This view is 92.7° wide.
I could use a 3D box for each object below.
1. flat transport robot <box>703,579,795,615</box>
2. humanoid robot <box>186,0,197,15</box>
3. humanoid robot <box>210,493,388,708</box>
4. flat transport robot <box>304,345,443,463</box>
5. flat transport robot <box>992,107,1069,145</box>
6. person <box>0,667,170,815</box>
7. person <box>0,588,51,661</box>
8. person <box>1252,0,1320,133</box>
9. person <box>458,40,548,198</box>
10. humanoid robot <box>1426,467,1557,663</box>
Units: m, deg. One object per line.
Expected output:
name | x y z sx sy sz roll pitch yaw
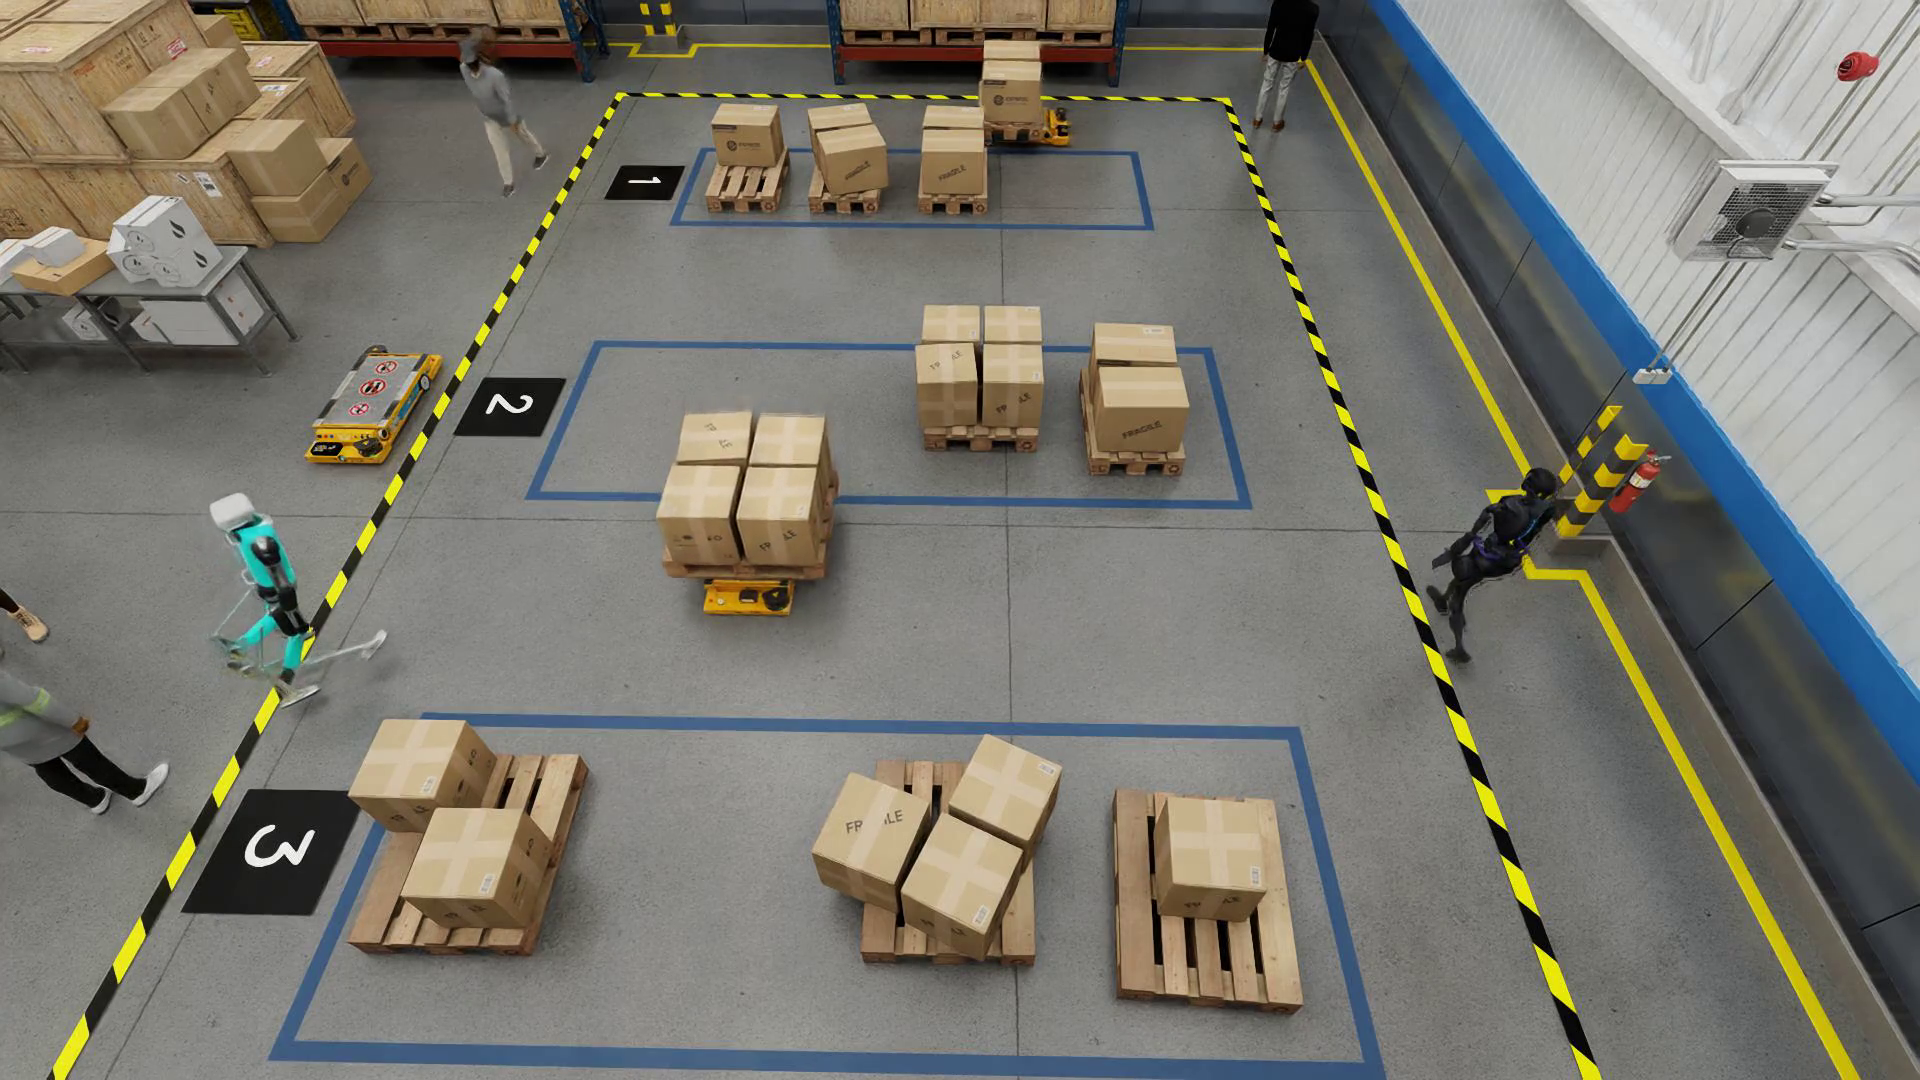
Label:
flat transport robot | -1.611 -0.030 7.375 0.652 0.197 1.431 1 50 1
humanoid robot | -9.939 -6.398 11.863 0.562 1.631 0.608 0 50 0
humanoid robot | -4.556 0.517 5.963 0.553 1.701 1.010 36 59 27
flat transport robot | -5.383 -1.269 8.441 0.659 0.231 1.431 1 50 1
flat transport robot | 0.685 -5.389 11.909 1.431 0.197 0.652 1 50 1
person | -5.549 1.067 5.427 0.597 1.850 0.396 -7 50 -6
person | -7.075 0.129 6.106 0.607 2.035 0.407 -35 58 -26
person | 4.063 -6.082 11.456 0.585 1.884 0.362 22 53 17
person | -5.320 -4.976 10.642 0.570 1.689 0.987 7 50 6
humanoid robot | 3.678 0.156 6.346 0.589 1.654 0.738 -6 50 -5
